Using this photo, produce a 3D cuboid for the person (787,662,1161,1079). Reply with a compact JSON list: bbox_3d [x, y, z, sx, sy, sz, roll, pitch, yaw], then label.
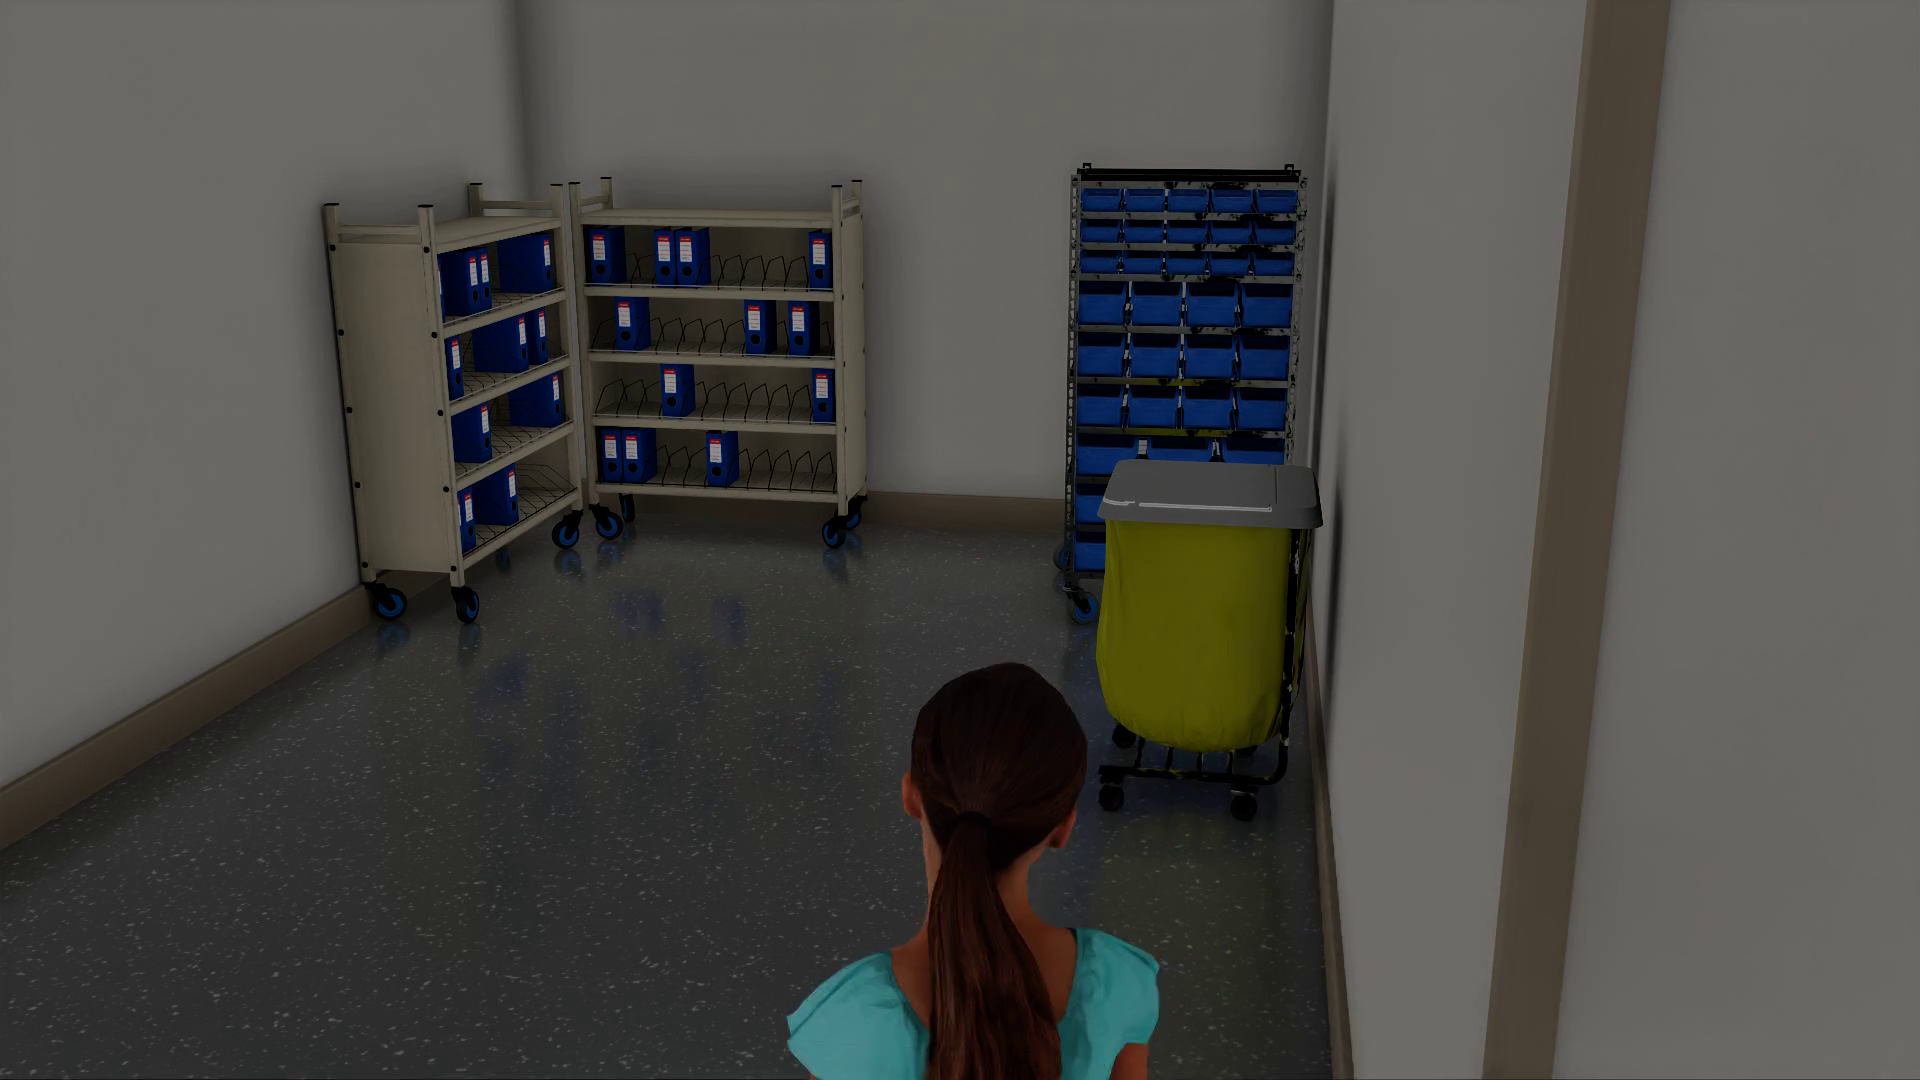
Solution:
[{"bbox_3d":[0.046,0.897,1.733,0.786,1.547,0.808,-5,17,-18],"label":"person"}]
